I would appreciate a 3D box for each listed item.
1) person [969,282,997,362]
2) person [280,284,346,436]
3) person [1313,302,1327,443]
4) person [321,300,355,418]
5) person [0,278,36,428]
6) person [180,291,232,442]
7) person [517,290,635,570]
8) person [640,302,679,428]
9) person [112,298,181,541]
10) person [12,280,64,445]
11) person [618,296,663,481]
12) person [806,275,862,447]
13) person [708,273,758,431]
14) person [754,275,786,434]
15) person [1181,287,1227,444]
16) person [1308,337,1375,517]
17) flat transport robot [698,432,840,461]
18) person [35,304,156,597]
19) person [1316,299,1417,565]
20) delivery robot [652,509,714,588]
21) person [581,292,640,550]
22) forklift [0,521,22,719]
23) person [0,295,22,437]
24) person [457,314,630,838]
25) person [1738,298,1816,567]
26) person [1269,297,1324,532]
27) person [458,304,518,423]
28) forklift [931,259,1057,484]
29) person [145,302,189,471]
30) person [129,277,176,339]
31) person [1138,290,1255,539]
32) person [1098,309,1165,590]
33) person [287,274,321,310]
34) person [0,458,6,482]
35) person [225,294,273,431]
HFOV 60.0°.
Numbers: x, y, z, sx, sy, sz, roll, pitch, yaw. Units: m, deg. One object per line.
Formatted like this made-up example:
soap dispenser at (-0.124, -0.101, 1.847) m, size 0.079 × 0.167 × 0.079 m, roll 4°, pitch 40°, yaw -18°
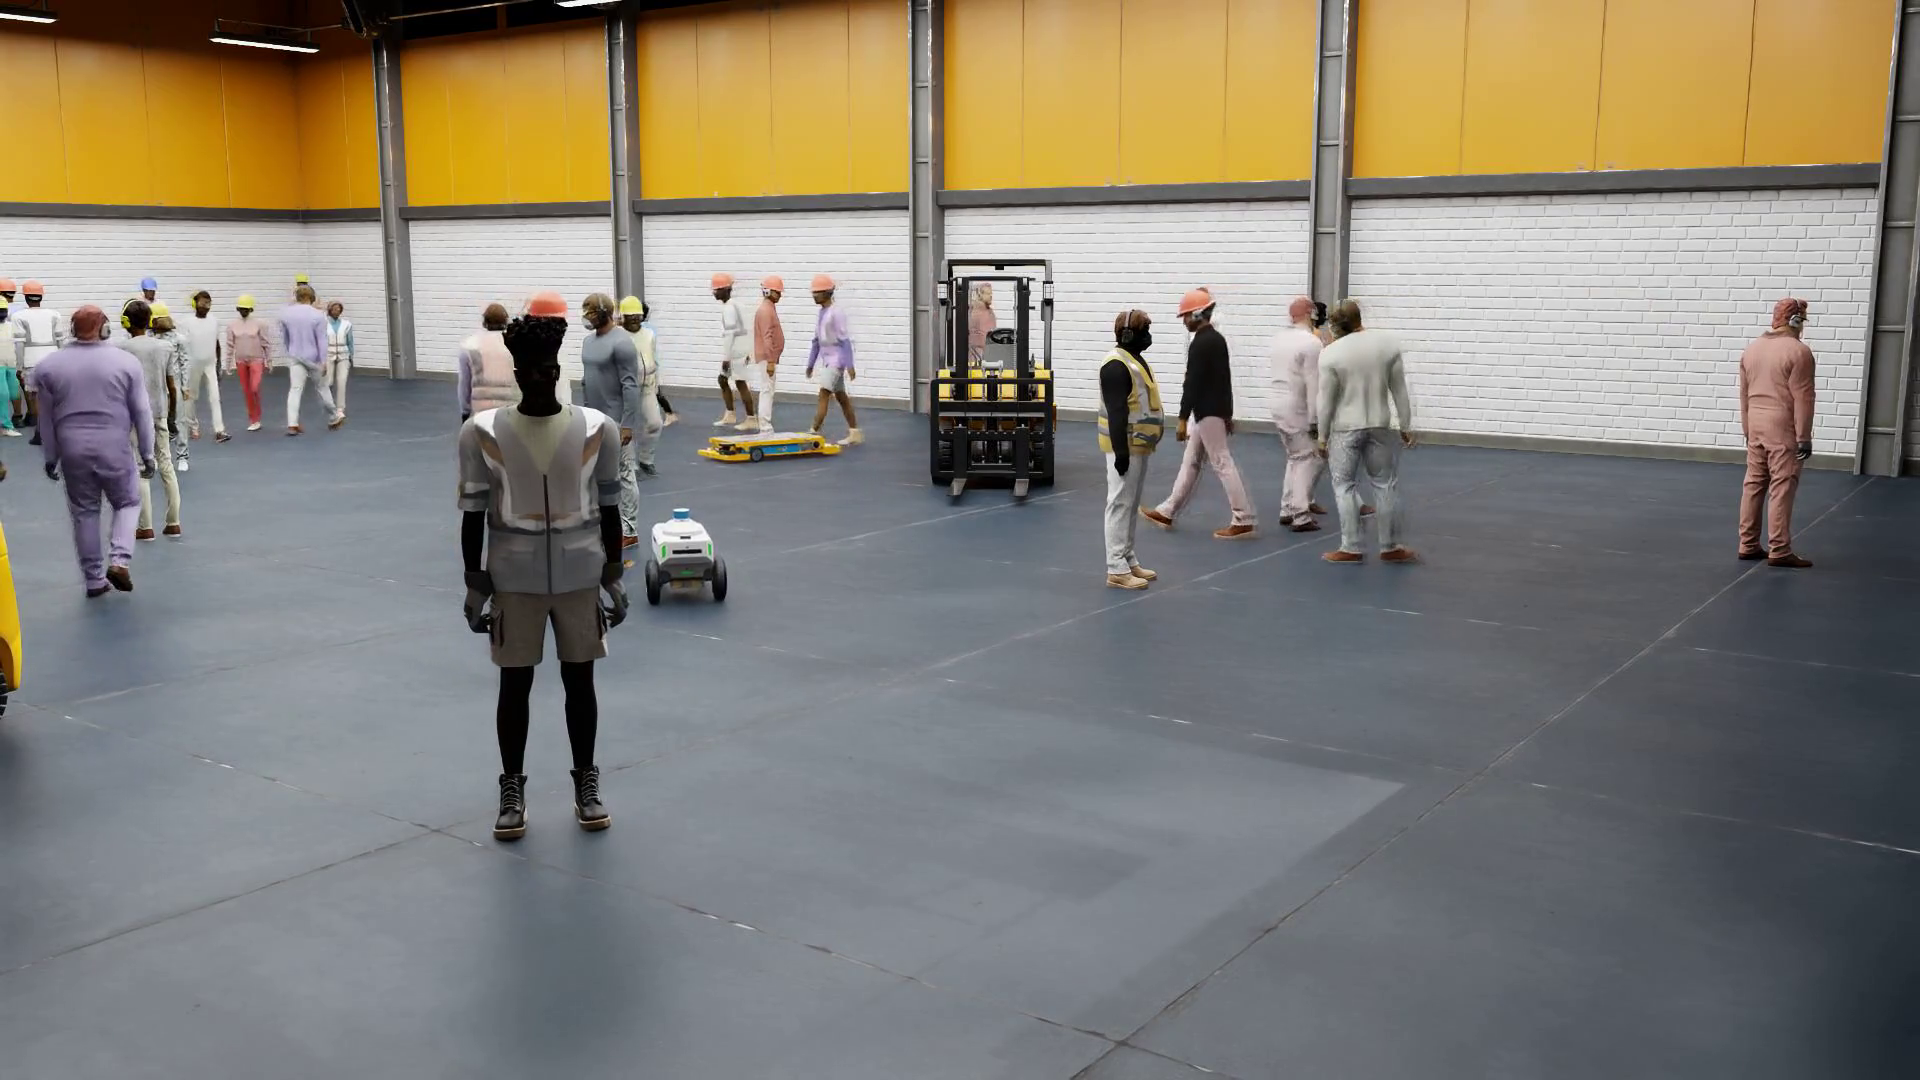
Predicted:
person at (0.249, -2.388, 21.542) m, size 0.514 × 1.892 × 0.646 m, roll 5°, pitch 11°, yaw 26°
person at (-8.153, -2.256, 20.805) m, size 0.632 × 1.877 × 1.083 m, roll 1°, pitch 10°, yaw 4°
person at (4.100, -1.916, 19.328) m, size 0.321 × 1.689 × 0.530 m, roll 2°, pitch 10°, yaw 9°
person at (-8.628, -2.496, 22.953) m, size 0.523 × 1.621 × 0.411 m, roll -6°, pitch 11°, yaw -32°
person at (-12.284, -2.412, 21.537) m, size 0.362 × 1.935 × 0.553 m, roll 2°, pitch 10°, yaw 9°
person at (-9.104, -2.076, 19.958) m, size 0.554 × 1.801 × 1.036 m, roll -9°, pitch 13°, yaw -43°
person at (-2.633, -0.674, 11.116) m, size 0.925 × 1.954 × 0.649 m, roll 2°, pitch 10°, yaw 10°
person at (-4.071, -2.258, 21.467) m, size 0.894 × 1.654 × 0.535 m, roll -1°, pitch 10°, yaw -7°
person at (-6.324, -0.926, 12.889) m, size 0.327 × 1.872 × 0.551 m, roll 7°, pitch 12°, yaw 36°
person at (-10.821, -2.080, 19.555) m, size 0.371 × 1.939 × 0.543 m, roll 9°, pitch 13°, yaw 43°
person at (-3.186, -1.474, 16.306) m, size 0.630 × 1.816 × 0.477 m, roll -9°, pitch 13°, yaw -41°
person at (-1.562, -2.036, 19.143) m, size 1.022 × 1.986 × 0.650 m, roll -4°, pitch 10°, yaw -25°
person at (-2.908, -2.359, 21.010) m, size 0.755 × 2.000 × 0.631 m, roll -1°, pitch 10°, yaw -4°
person at (-2.245, -2.136, 19.747) m, size 0.391 × 1.986 × 0.609 m, roll -1°, pitch 10°, yaw -6°
person at (2.850, -2.019, 19.472) m, size 0.603 × 1.861 × 0.375 m, roll 8°, pitch 13°, yaw 41°
person at (3.243, -0.984, 14.031) m, size 0.781 × 1.594 × 0.507 m, roll 5°, pitch 11°, yaw 25°
flat transport robot at (-2.100, -1.039, 18.312) m, size 1.431 × 0.197 × 0.652 m, roll -7°, pitch 12°, yaw -34°
person at (-5.528, -0.562, 10.673) m, size 0.687 × 1.889 × 0.461 m, roll -3°, pitch 10°, yaw -15°
person at (2.910, -0.757, 11.840) m, size 0.797 × 1.900 × 0.398 m, roll -2°, pitch 10°, yaw -11°
delivery robot at (-1.793, 0.040, 10.735) m, size 0.477 × 0.478 × 0.707 m, roll -2°, pitch 10°, yaw -14°
person at (-2.626, -0.884, 12.444) m, size 0.355 × 1.933 × 0.633 m, roll -9°, pitch 13°, yaw -42°
forklift at (-5.296, -0.090, 6.943) m, size 1.214 × 2.155 × 2.313 m, roll 7°, pitch 12°, yaw 35°
person at (-11.887, -2.148, 20.530) m, size 0.618 × 1.743 × 0.544 m, roll 3°, pitch 10°, yaw 19°
person at (-1.559, 0.138, 6.261) m, size 0.617 × 1.964 × 0.361 m, roll -3°, pitch 10°, yaw -19°
person at (5.835, -0.764, 11.831) m, size 0.408 × 1.903 × 0.638 m, roll -3°, pitch 10°, yaw -15°
person at (2.738, -1.012, 13.425) m, size 0.415 × 1.875 × 0.656 m, roll -3°, pitch 10°, yaw -19°
person at (-3.996, -1.137, 14.381) m, size 0.646 × 1.793 × 0.954 m, roll -3°, pitch 10°, yaw -17°
forklift at (0.370, -1.738, 16.759) m, size 1.214 × 2.155 × 2.313 m, roll 1°, pitch 10°, yaw 3°
person at (-8.168, -1.565, 17.077) m, size 0.487 × 1.741 × 0.313 m, roll -2°, pitch 10°, yaw -9°
person at (-11.712, -2.858, 24.246) m, size 0.728 × 1.924 × 0.610 m, roll 7°, pitch 12°, yaw 38°
person at (1.883, -0.983, 13.051) m, size 1.046 × 1.919 × 0.696 m, roll 4°, pitch 10°, yaw 23°
person at (1.140, -0.606, 11.068) m, size 0.429 × 1.844 × 0.626 m, roll 3°, pitch 10°, yaw 18°
person at (-12.077, -3.936, 30.652) m, size 0.590 × 1.923 × 0.383 m, roll -7°, pitch 12°, yaw -34°
person at (-6.426, -0.516, 10.562) m, size 0.582 × 1.829 × 0.698 m, roll -1°, pitch 10°, yaw -3°
person at (-9.025, -2.233, 21.030) m, size 0.555 × 1.729 × 0.641 m, roll 0°, pitch 10°, yaw -1°
